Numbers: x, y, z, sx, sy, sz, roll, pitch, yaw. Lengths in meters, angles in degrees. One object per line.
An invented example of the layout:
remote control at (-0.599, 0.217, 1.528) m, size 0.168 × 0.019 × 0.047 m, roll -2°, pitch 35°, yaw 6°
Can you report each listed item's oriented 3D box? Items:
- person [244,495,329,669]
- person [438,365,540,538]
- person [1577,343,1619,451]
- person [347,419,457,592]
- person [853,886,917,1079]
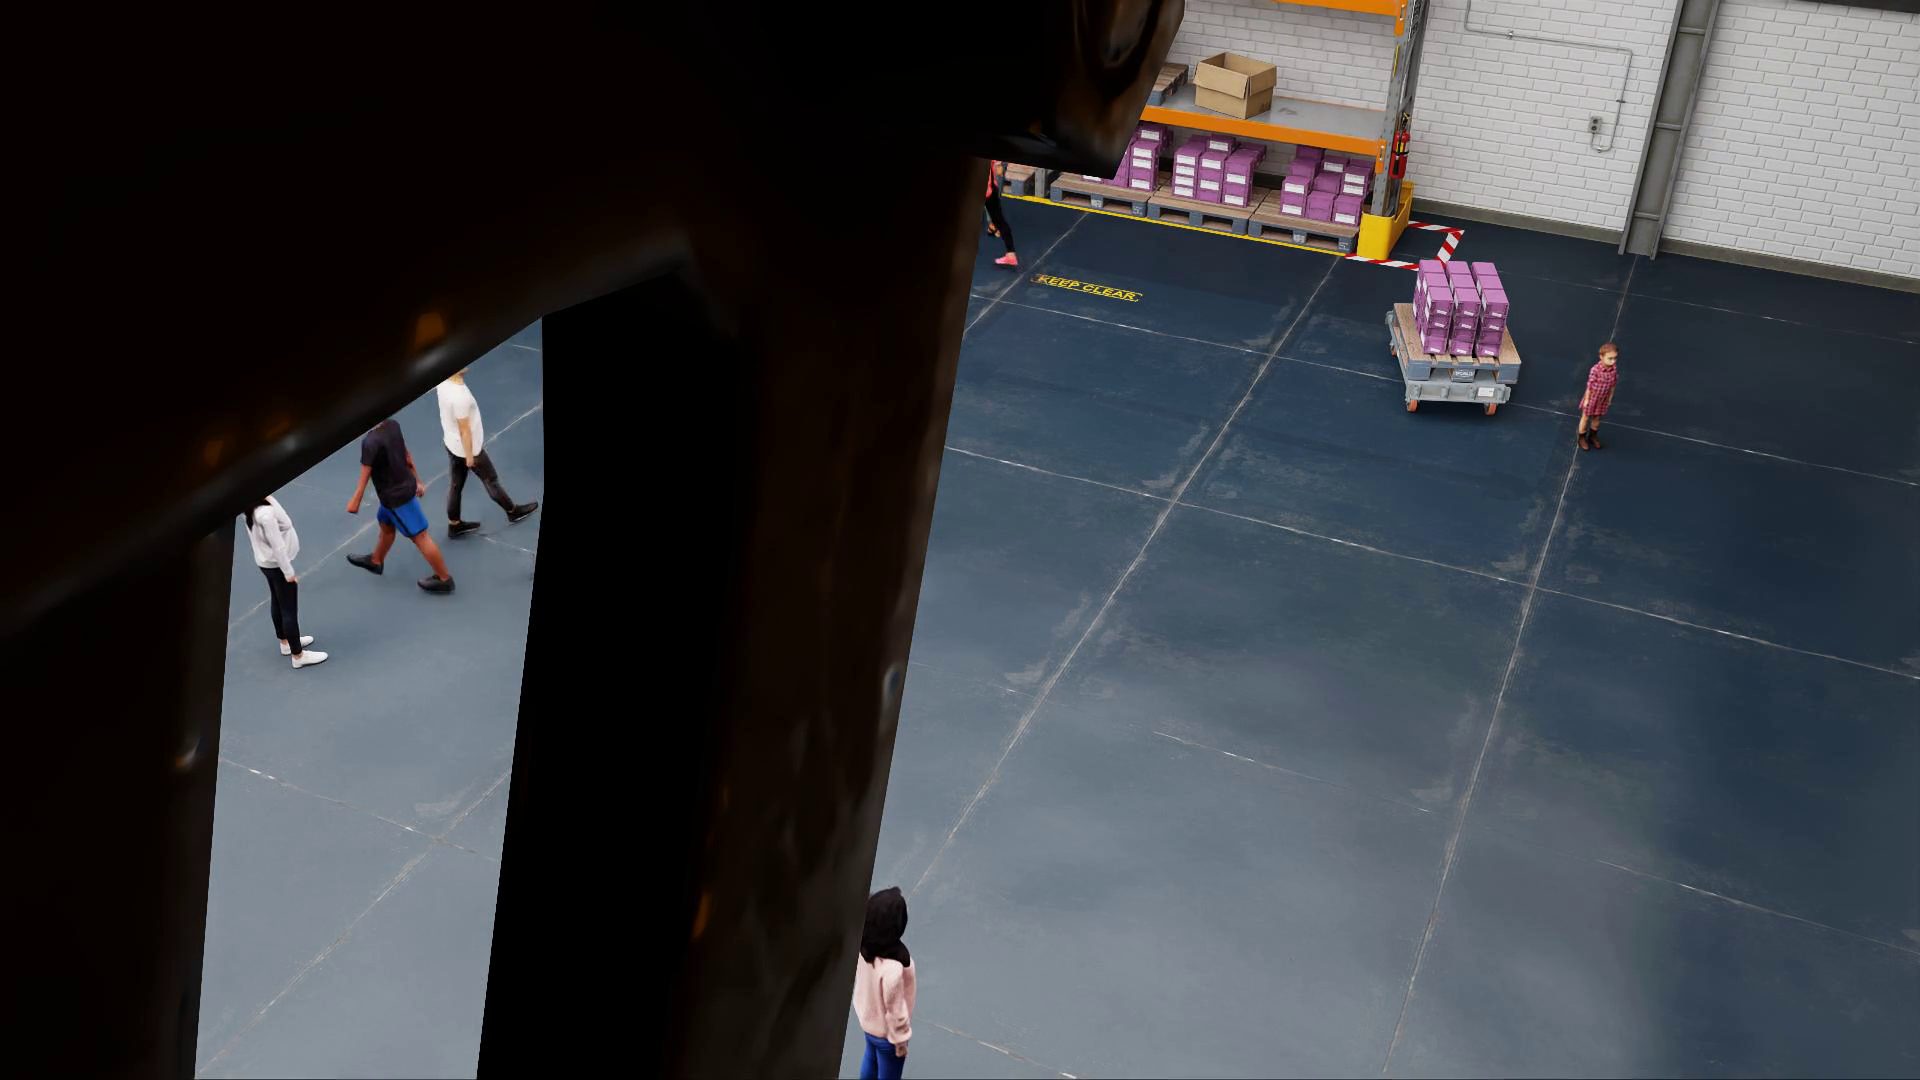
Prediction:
person at (-4.946, 0.149, 12.007) m, size 0.755 × 1.700 × 0.638 m, roll -23°, pitch 40°, yaw -30°
person at (-4.071, -0.769, 13.396) m, size 1.007 × 1.691 × 1.044 m, roll -22°, pitch 39°, yaw -29°
person at (5.672, -1.292, 14.788) m, size 0.480 × 1.022 × 0.553 m, roll -3°, pitch 34°, yaw -5°
person at (-4.211, -0.343, 12.705) m, size 1.197 × 1.747 × 0.892 m, roll 1°, pitch 34°, yaw 2°
person at (-0.400, 2.444, 8.494) m, size 0.774 × 1.766 × 0.712 m, roll -12°, pitch 35°, yaw -17°
